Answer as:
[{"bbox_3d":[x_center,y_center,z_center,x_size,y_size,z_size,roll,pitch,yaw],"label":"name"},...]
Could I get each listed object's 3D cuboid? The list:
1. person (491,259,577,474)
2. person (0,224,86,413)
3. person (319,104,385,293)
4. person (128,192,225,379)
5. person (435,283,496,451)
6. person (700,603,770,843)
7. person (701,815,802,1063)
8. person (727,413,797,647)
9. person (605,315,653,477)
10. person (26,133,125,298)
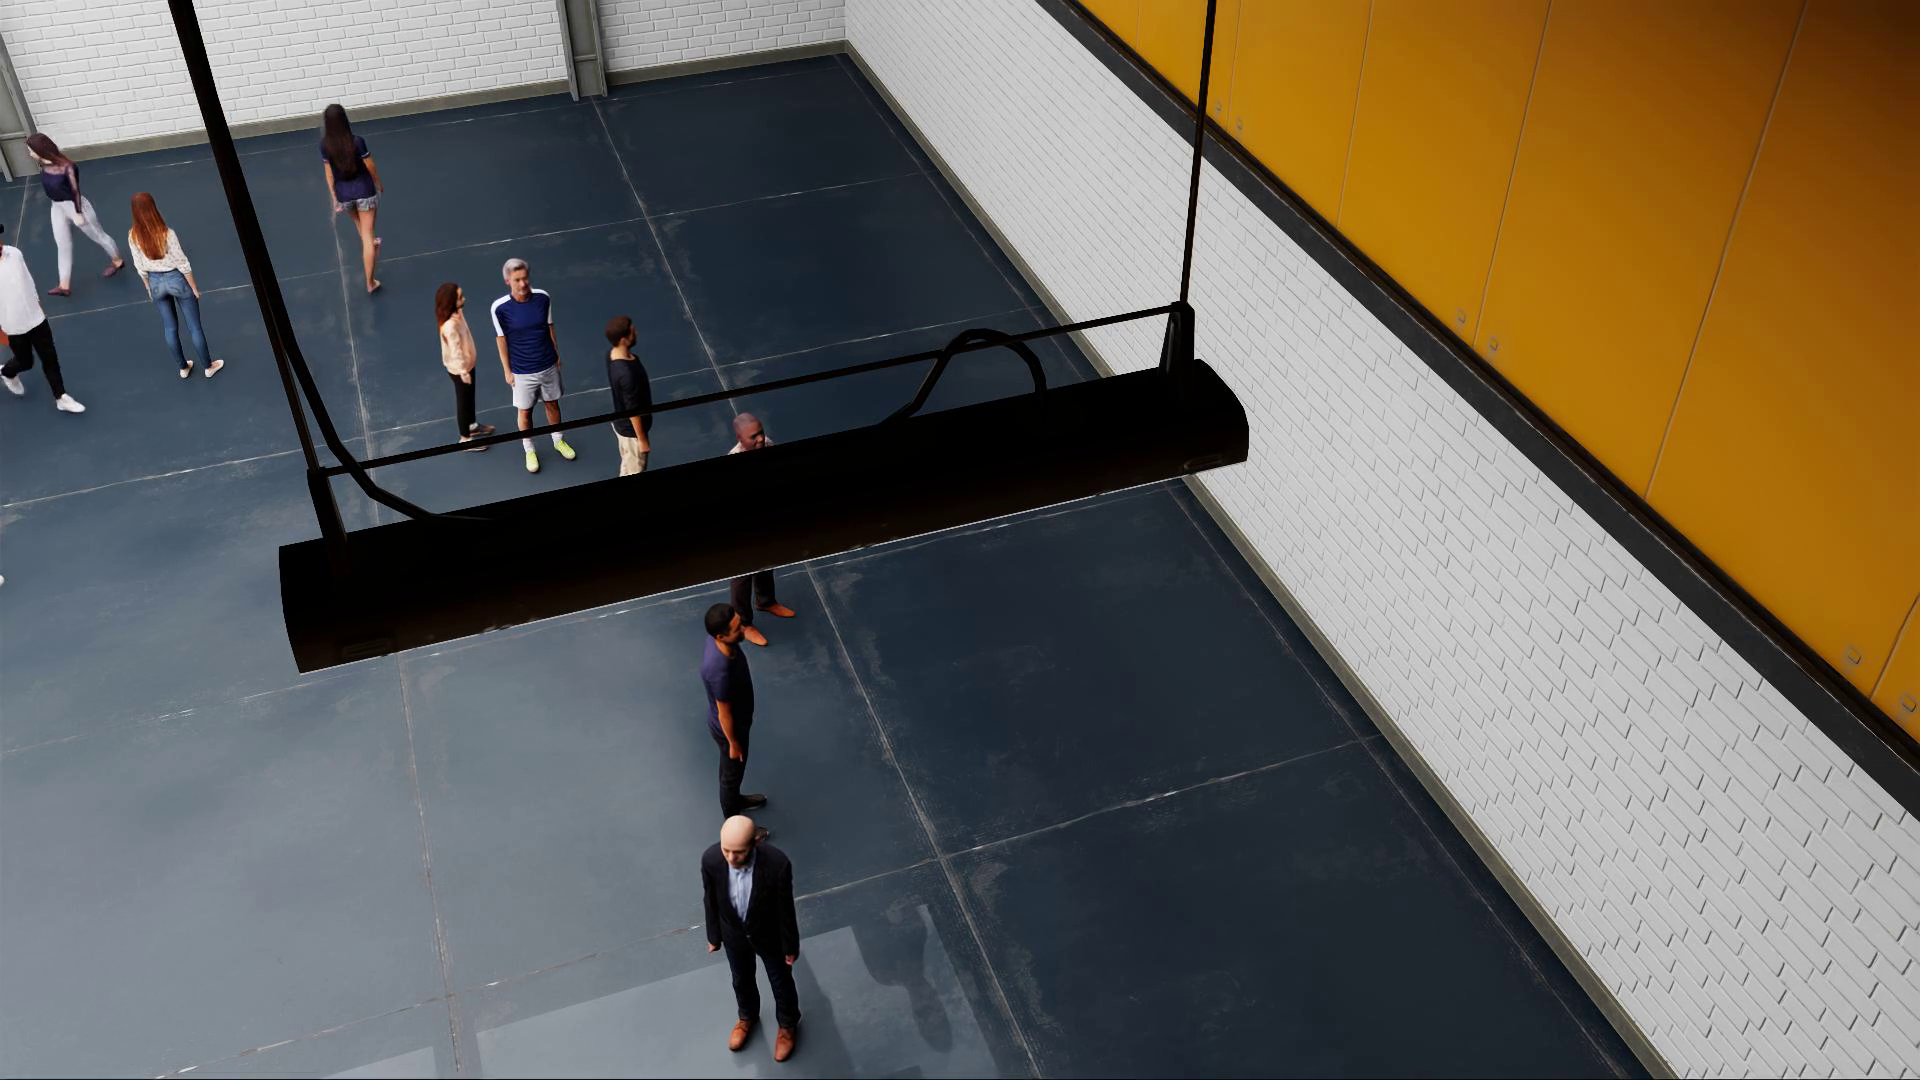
[{"bbox_3d":[-3.385,-1.406,13.140,0.585,1.841,0.749,-23,44,-26],"label":"person"},{"bbox_3d":[-7.842,-1.866,13.759,1.109,1.788,1.058,17,42,20],"label":"person"},{"bbox_3d":[-5.591,-3.122,15.390,1.129,1.716,0.878,-2,39,-2],"label":"person"},{"bbox_3d":[-6.741,-2.169,14.186,0.534,1.728,0.696,-1,39,-2],"label":"person"},{"bbox_3d":[-4.029,-1.412,13.438,0.565,1.479,0.604,-3,39,-4],"label":"person"},{"bbox_3d":[-1.394,1.085,10.060,0.612,1.793,0.692,-4,39,-5],"label":"person"},{"bbox_3d":[-1.082,2.069,8.824,0.704,1.798,0.821,5,39,7],"label":"person"},{"bbox_3d":[-1.447,-0.124,11.562,0.841,1.808,0.747,22,44,26],"label":"person"},{"bbox_3d":[-2.465,-0.849,12.435,0.557,1.851,0.644,-15,41,-18],"label":"person"},{"bbox_3d":[-8.183,-3.067,15.452,1.098,1.552,1.135,15,41,18],"label":"person"}]
